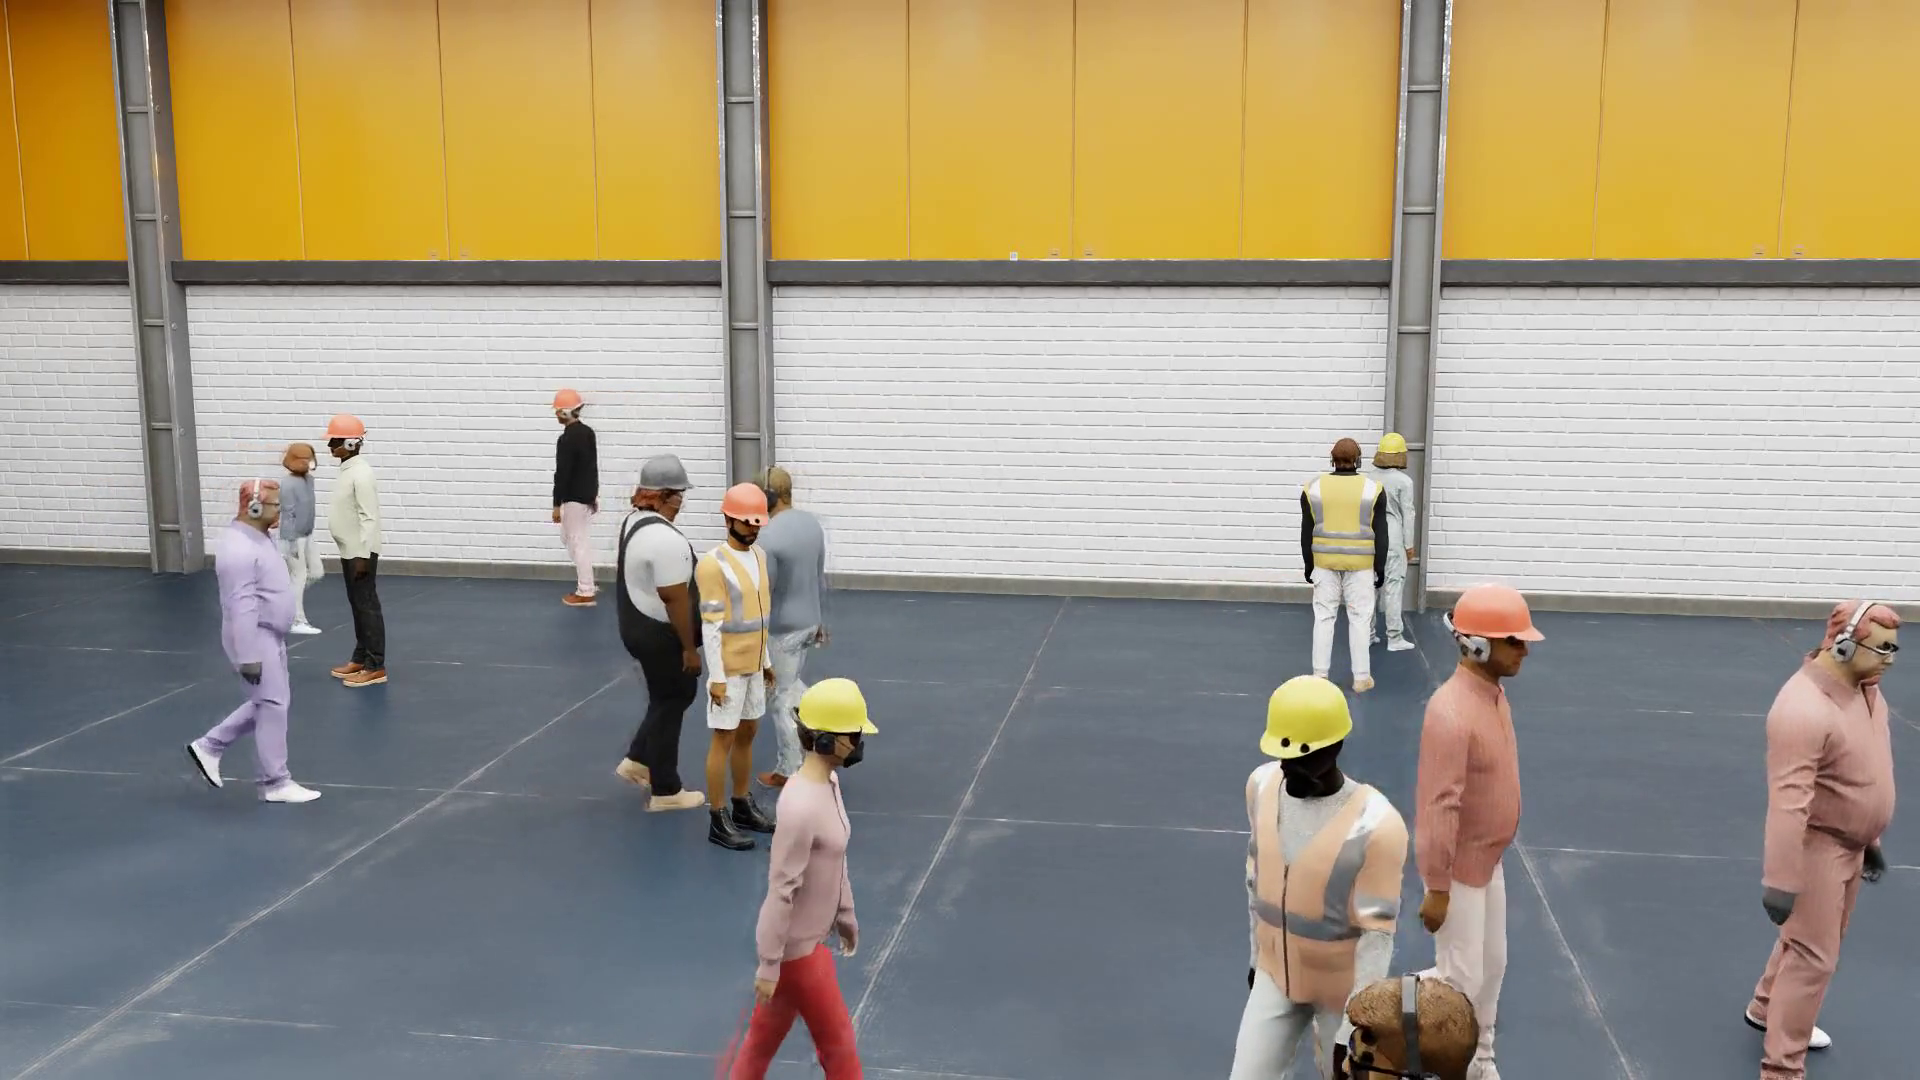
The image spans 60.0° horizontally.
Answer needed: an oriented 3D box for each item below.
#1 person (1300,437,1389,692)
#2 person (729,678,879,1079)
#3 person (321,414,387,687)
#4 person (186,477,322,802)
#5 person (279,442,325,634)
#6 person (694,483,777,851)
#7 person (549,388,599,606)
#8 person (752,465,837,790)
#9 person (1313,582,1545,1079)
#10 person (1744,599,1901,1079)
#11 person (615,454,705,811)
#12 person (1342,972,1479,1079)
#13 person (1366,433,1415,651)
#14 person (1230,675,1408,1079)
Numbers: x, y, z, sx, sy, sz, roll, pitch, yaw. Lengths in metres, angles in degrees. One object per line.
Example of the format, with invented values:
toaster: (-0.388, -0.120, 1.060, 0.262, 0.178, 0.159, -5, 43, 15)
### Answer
person: (2.772, 0.179, 12.007, 0.627, 1.844, 0.429, 4, 10, 21)
person: (-0.428, 1.302, 5.450, 0.890, 1.715, 0.530, 0, 9, 2)
person: (-4.439, 0.070, 12.202, 0.379, 1.996, 0.611, -6, 11, -31)
person: (-4.047, 0.577, 9.429, 0.660, 1.882, 0.644, -2, 9, -11)
person: (-5.554, -0.014, 13.888, 0.423, 1.621, 0.509, 1, 9, 6)
person: (-1.149, 0.655, 8.803, 0.374, 1.930, 0.542, 4, 10, 26)
person: (-3.503, -0.377, 15.003, 0.476, 1.977, 0.650, 1, 9, 9)
person: (-0.989, 0.521, 9.654, 0.463, 1.918, 0.647, 4, 10, 22)
person: (1.697, 1.107, 5.864, 0.702, 1.978, 0.625, 5, 11, 30)
person: (3.114, 1.119, 6.103, 0.542, 1.884, 0.841, 9, 13, 44)
person: (-1.635, 0.515, 9.321, 0.537, 2.000, 0.691, -4, 10, -22)
person: (1.053, 1.669, 3.048, 1.023, 1.786, 0.562, 6, 11, 32)
person: (3.434, 0.011, 13.344, 0.302, 1.744, 0.483, -8, 12, -41)
person: (0.984, 1.314, 4.910, 0.991, 1.867, 0.607, -8, 12, -39)
